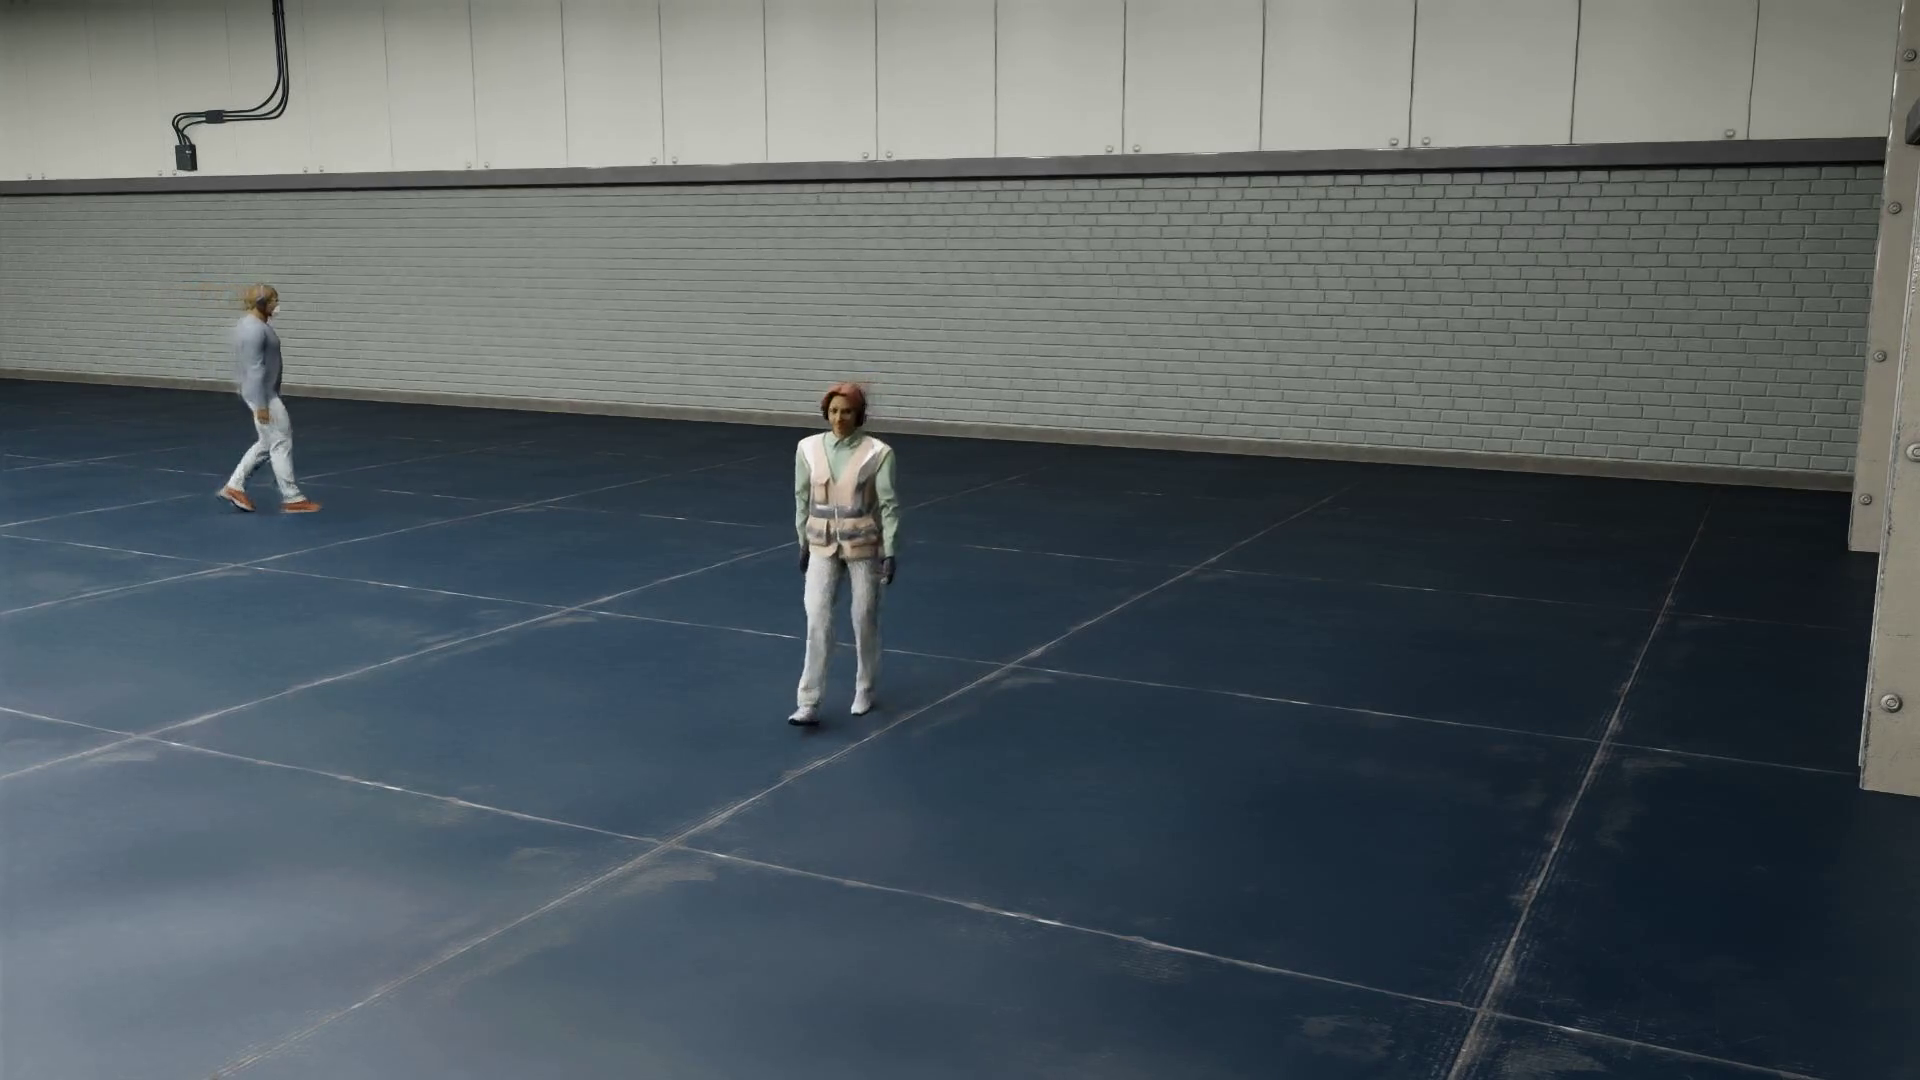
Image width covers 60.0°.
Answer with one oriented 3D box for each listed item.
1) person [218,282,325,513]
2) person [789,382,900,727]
[{"bbox_3d":[-5.757,-1.158,13.700,0.776,1.922,0.640,-3,11,-18],"label":"person"},{"bbox_3d":[-0.550,0.076,7.779,0.542,1.605,0.699,3,11,14],"label":"person"}]
